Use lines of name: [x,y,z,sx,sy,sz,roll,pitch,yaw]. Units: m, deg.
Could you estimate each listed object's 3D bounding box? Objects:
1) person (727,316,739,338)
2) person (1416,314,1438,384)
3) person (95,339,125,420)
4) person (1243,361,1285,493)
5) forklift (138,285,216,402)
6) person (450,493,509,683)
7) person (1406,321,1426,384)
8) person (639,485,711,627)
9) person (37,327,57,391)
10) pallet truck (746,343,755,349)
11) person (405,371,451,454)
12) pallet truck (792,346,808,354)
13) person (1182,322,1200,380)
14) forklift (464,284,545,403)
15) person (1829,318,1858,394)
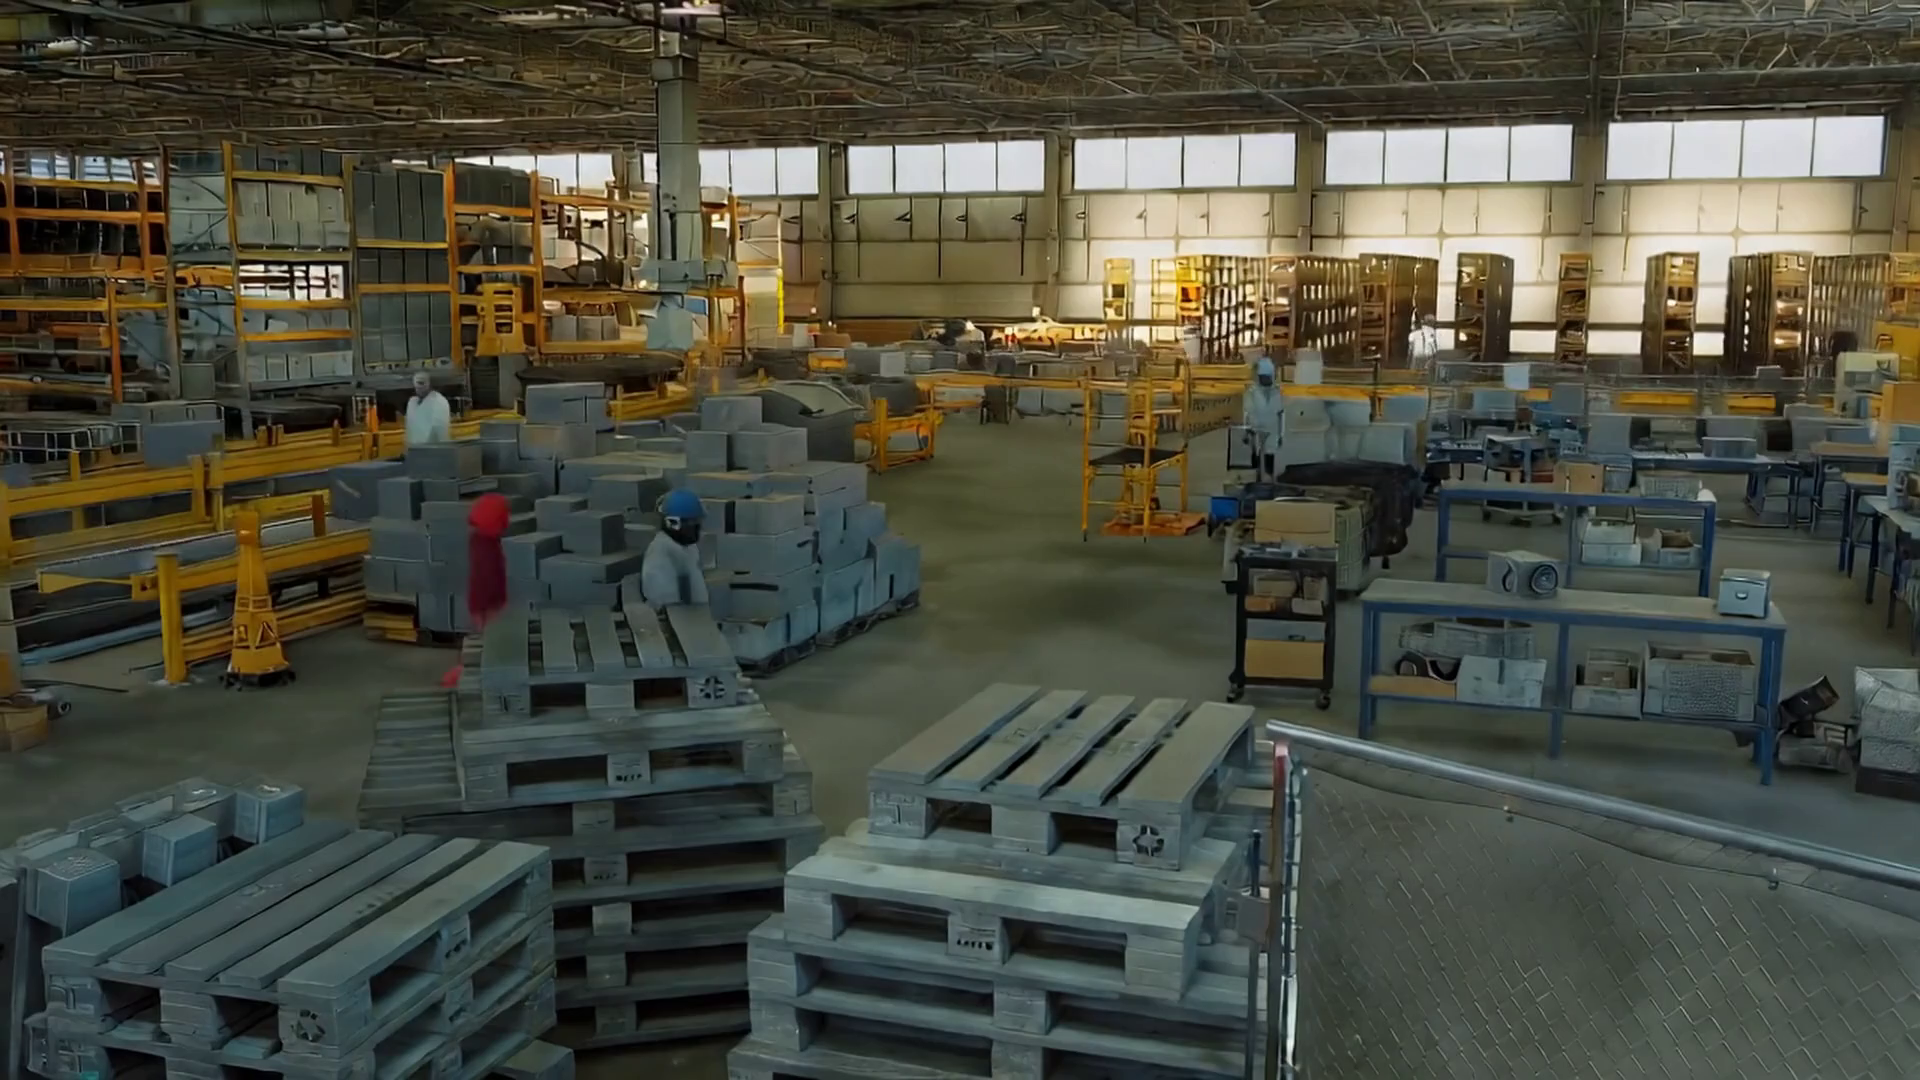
person: [-6.639,-5.612,48.542,1.006,1.863,0.657,-7,12,-38]
person: [12.226,-4.922,43.705,0.647,2.013,0.457,-1,9,-3]
person: [-15.139,-2.624,29.648,0.548,1.907,0.910,-7,11,-38]
person: [4.100,-1.471,22.442,0.560,1.893,0.980,1,9,5]
forklift: [-17.480,-4.200,36.461,1.873,2.768,1.129,3,10,19]
person: [-3.156,0.497,10.938,0.523,1.618,0.506,-5,10,-30]
person: [11.849,-4.749,43.153,0.570,1.840,0.375,-5,10,-27]
person: [-1.631,0.574,9.823,0.578,1.807,0.627,1,9,8]
person: [-18.574,-3.307,33.604,0.985,2.011,0.618,4,10,23]
pallet truck: [-6.183,-4.618,44.264,1.601,1.201,0.680,-9,12,-43]
person: [-6.441,-1.109,20.155,0.665,1.889,0.473,4,10,26]
pallet truck: [-3.705,-4.298,42.022,0.653,1.274,1.630,3,10,20]
person: [5.988,-4.707,42.961,0.517,1.819,0.612,0,9,3]
forklift: [-10.832,-4.702,39.610,1.129,2.768,1.873,3,10,20]
person: [22.284,-4.619,41.988,0.621,1.963,0.969,3,10,19]
